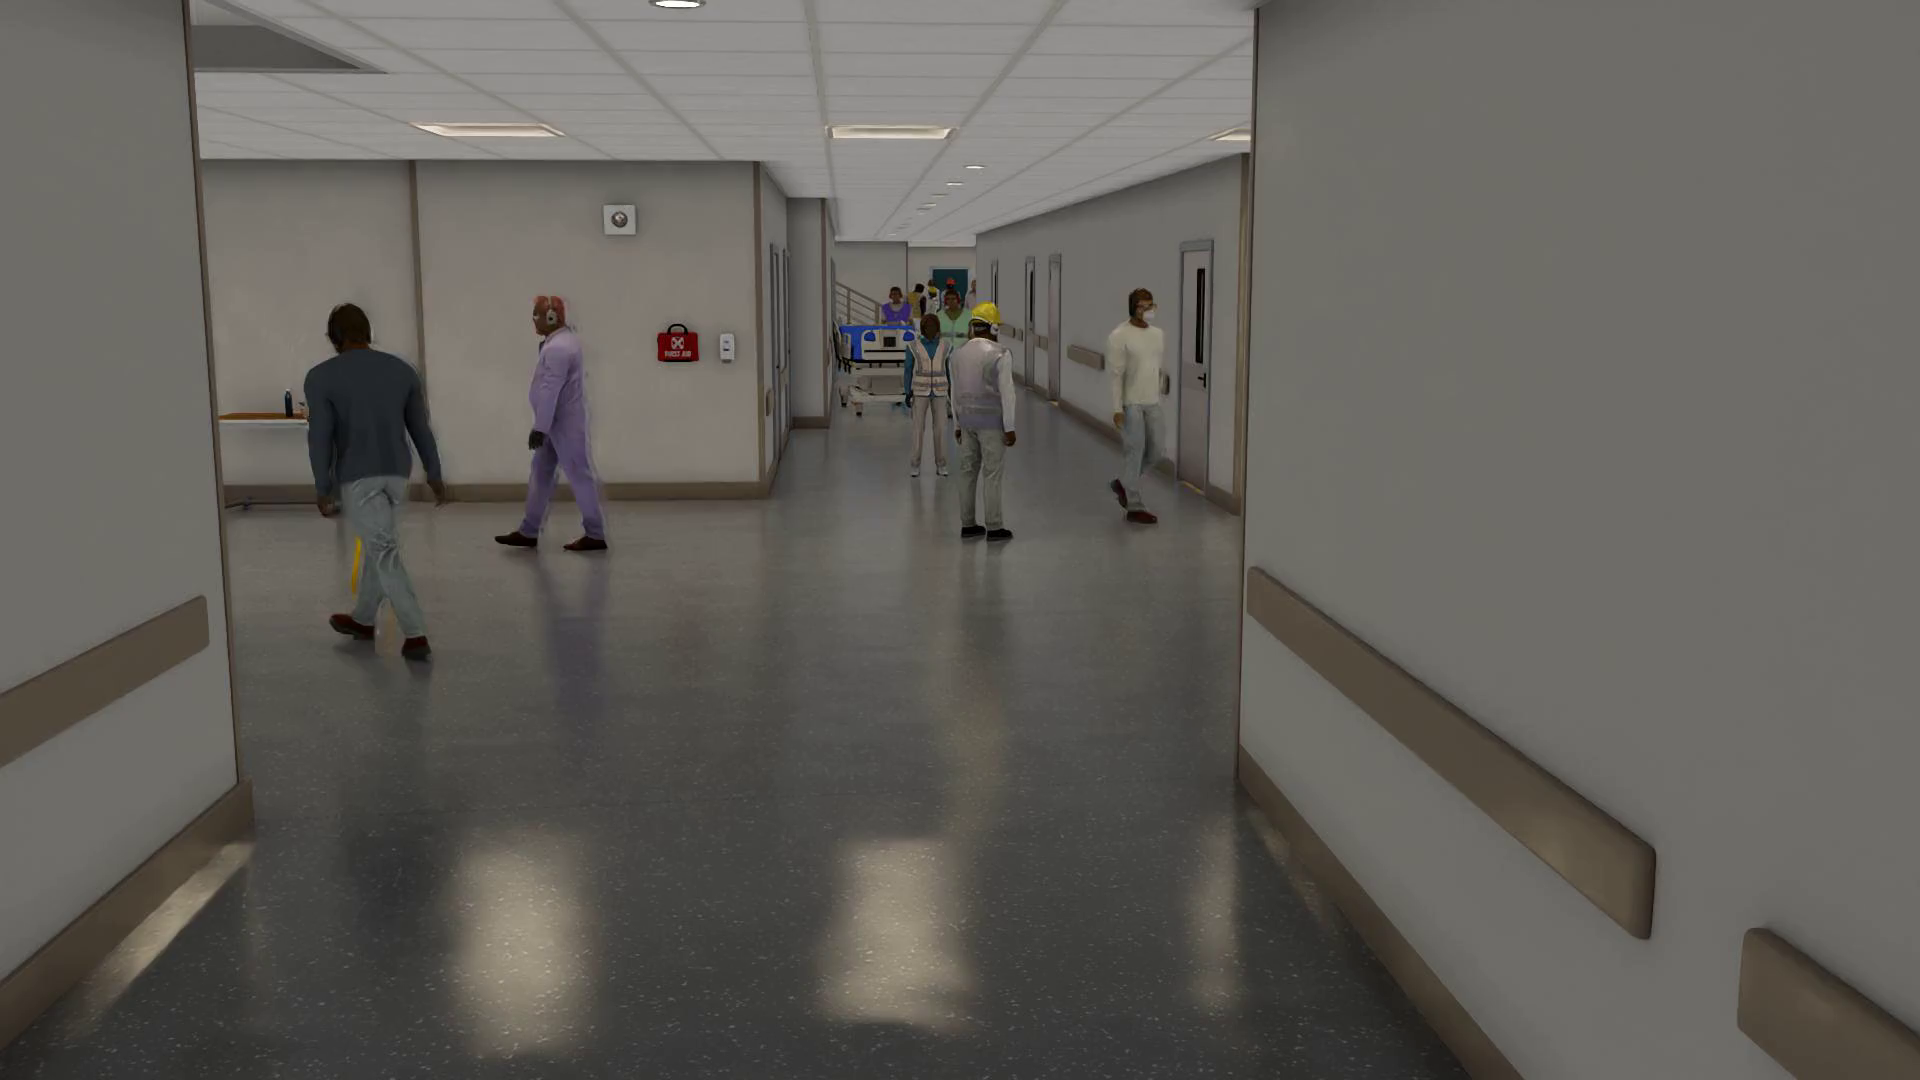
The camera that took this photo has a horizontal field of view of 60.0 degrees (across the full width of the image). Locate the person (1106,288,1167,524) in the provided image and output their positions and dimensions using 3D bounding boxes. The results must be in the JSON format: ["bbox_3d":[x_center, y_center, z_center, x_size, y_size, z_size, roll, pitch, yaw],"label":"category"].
[{"bbox_3d":[1.421,-1.101,13.634,0.634,1.922,0.531,-7,11,-37],"label":"person"}]

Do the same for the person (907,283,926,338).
[{"bbox_3d":[-1.245,-6.038,45.052,0.749,1.805,0.546,8,12,39],"label":"person"}]

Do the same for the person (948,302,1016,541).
[{"bbox_3d":[0.187,-0.902,12.713,0.591,1.824,0.403,8,12,39],"label":"person"}]

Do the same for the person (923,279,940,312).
[{"bbox_3d":[-0.952,-7.692,55.149,0.580,1.883,0.352,-2,9,-13],"label":"person"}]

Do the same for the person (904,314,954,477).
[{"bbox_3d":[-0.304,-1.453,16.747,0.525,1.637,0.307,-1,9,-9],"label":"person"}]

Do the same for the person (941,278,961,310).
[{"bbox_3d":[-0.257,-6.248,45.907,0.545,1.938,0.357,-1,9,-9],"label":"person"}]

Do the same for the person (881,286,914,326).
[{"bbox_3d":[-1.116,-3.529,29.198,0.605,1.821,0.636,1,9,8],"label":"person"}]

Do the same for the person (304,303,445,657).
[{"bbox_3d":[-3.125,-0.319,8.903,0.986,1.881,0.700,7,12,39],"label":"person"}]

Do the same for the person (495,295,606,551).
[{"bbox_3d":[-3.032,-0.838,12.134,0.897,1.869,0.657,-2,9,-15],"label":"person"}]

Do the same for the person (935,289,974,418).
[{"bbox_3d":[-0.089,-2.640,23.594,0.592,1.827,0.456,1,9,4],"label":"person"}]

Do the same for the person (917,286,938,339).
[{"bbox_3d":[-0.862,-5.882,44.264,0.782,1.732,0.548,3,10,21],"label":"person"}]
